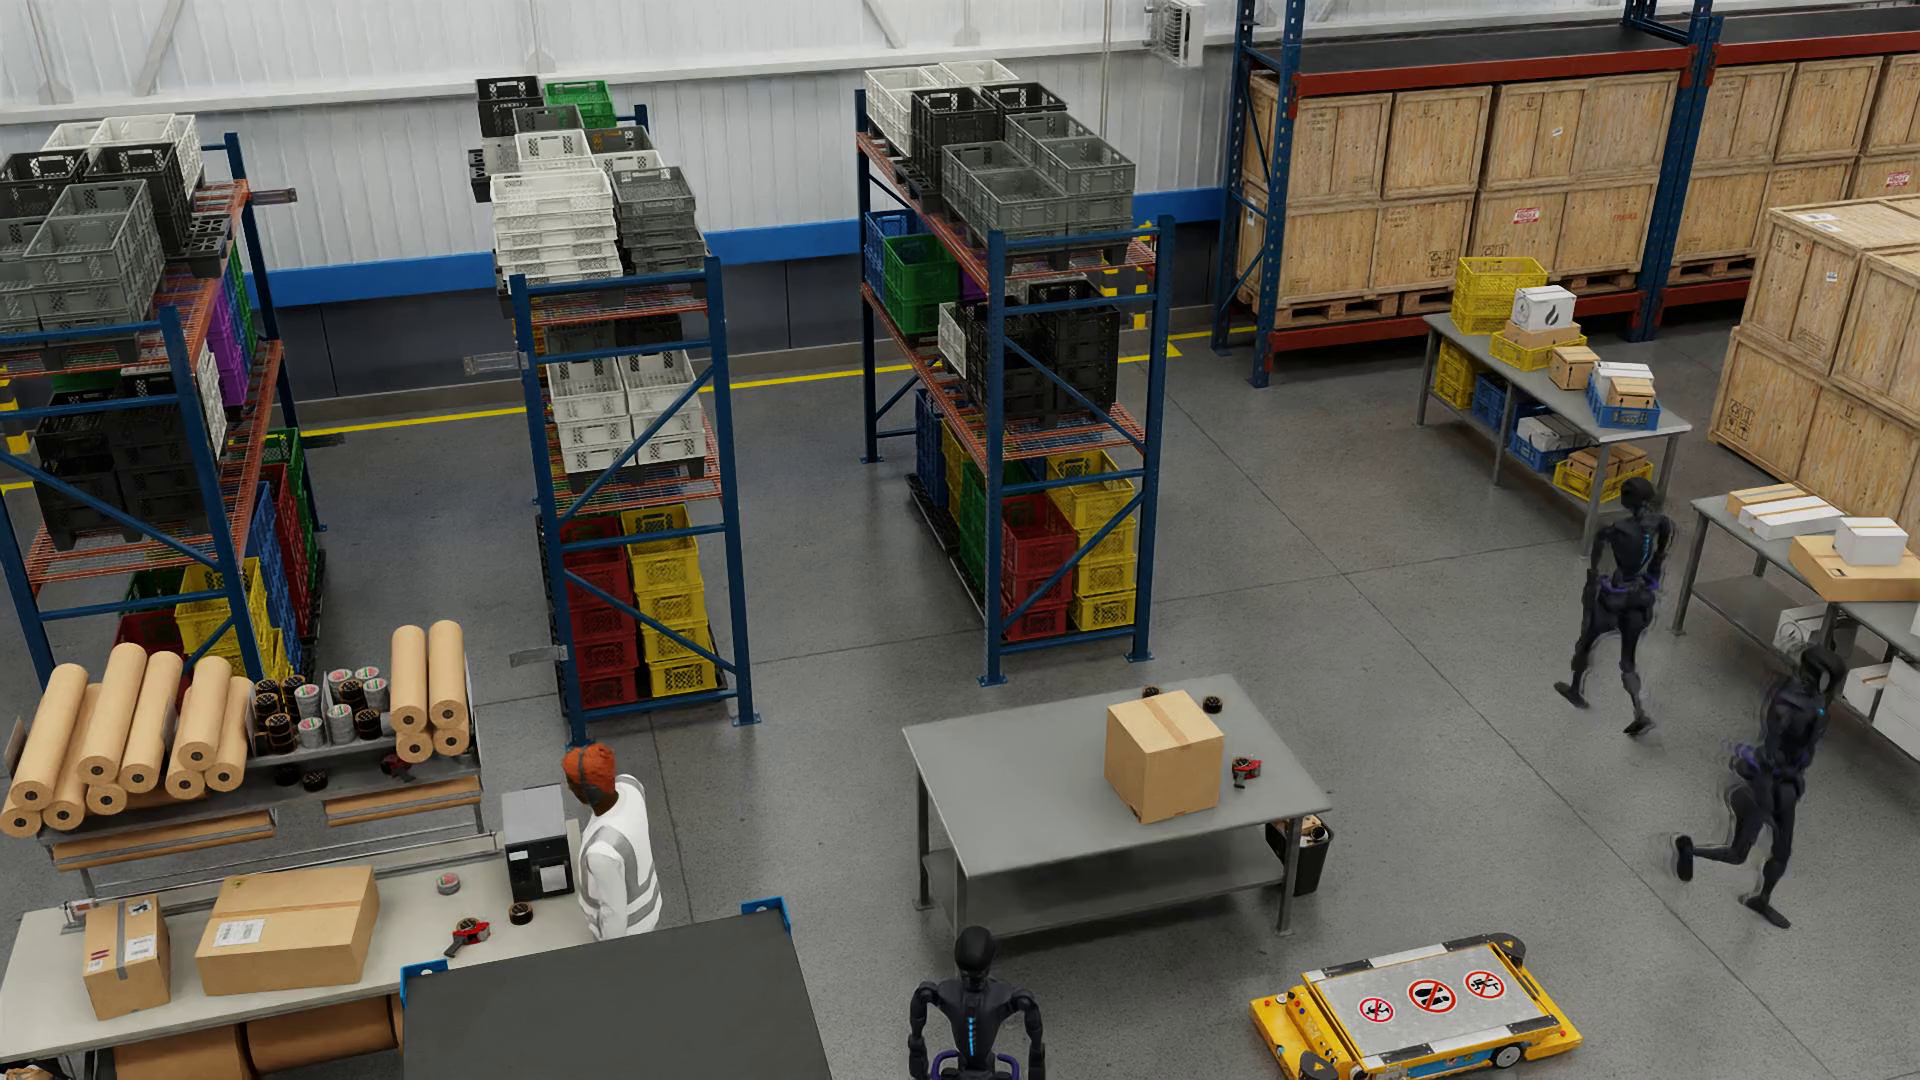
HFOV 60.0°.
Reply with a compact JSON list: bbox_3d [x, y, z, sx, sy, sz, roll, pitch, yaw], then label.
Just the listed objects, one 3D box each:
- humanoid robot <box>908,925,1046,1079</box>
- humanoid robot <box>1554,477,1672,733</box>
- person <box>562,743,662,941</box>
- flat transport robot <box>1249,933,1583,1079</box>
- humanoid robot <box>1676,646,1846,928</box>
[{"bbox_3d":[0.068,2.206,6.669,0.584,1.660,0.330,3,29,5],"label":"humanoid robot"},{"bbox_3d":[4.024,0.383,10.030,0.577,1.636,0.668,-5,29,-9],"label":"humanoid robot"},{"bbox_3d":[-1.515,1.691,7.419,0.361,1.873,0.573,1,29,1],"label":"person"},{"bbox_3d":[2.184,2.282,7.980,1.431,0.197,0.652,-8,30,-14],"label":"flat transport robot"},{"bbox_3d":[4.105,1.210,8.513,0.568,1.640,0.575,-15,32,-25],"label":"humanoid robot"}]
